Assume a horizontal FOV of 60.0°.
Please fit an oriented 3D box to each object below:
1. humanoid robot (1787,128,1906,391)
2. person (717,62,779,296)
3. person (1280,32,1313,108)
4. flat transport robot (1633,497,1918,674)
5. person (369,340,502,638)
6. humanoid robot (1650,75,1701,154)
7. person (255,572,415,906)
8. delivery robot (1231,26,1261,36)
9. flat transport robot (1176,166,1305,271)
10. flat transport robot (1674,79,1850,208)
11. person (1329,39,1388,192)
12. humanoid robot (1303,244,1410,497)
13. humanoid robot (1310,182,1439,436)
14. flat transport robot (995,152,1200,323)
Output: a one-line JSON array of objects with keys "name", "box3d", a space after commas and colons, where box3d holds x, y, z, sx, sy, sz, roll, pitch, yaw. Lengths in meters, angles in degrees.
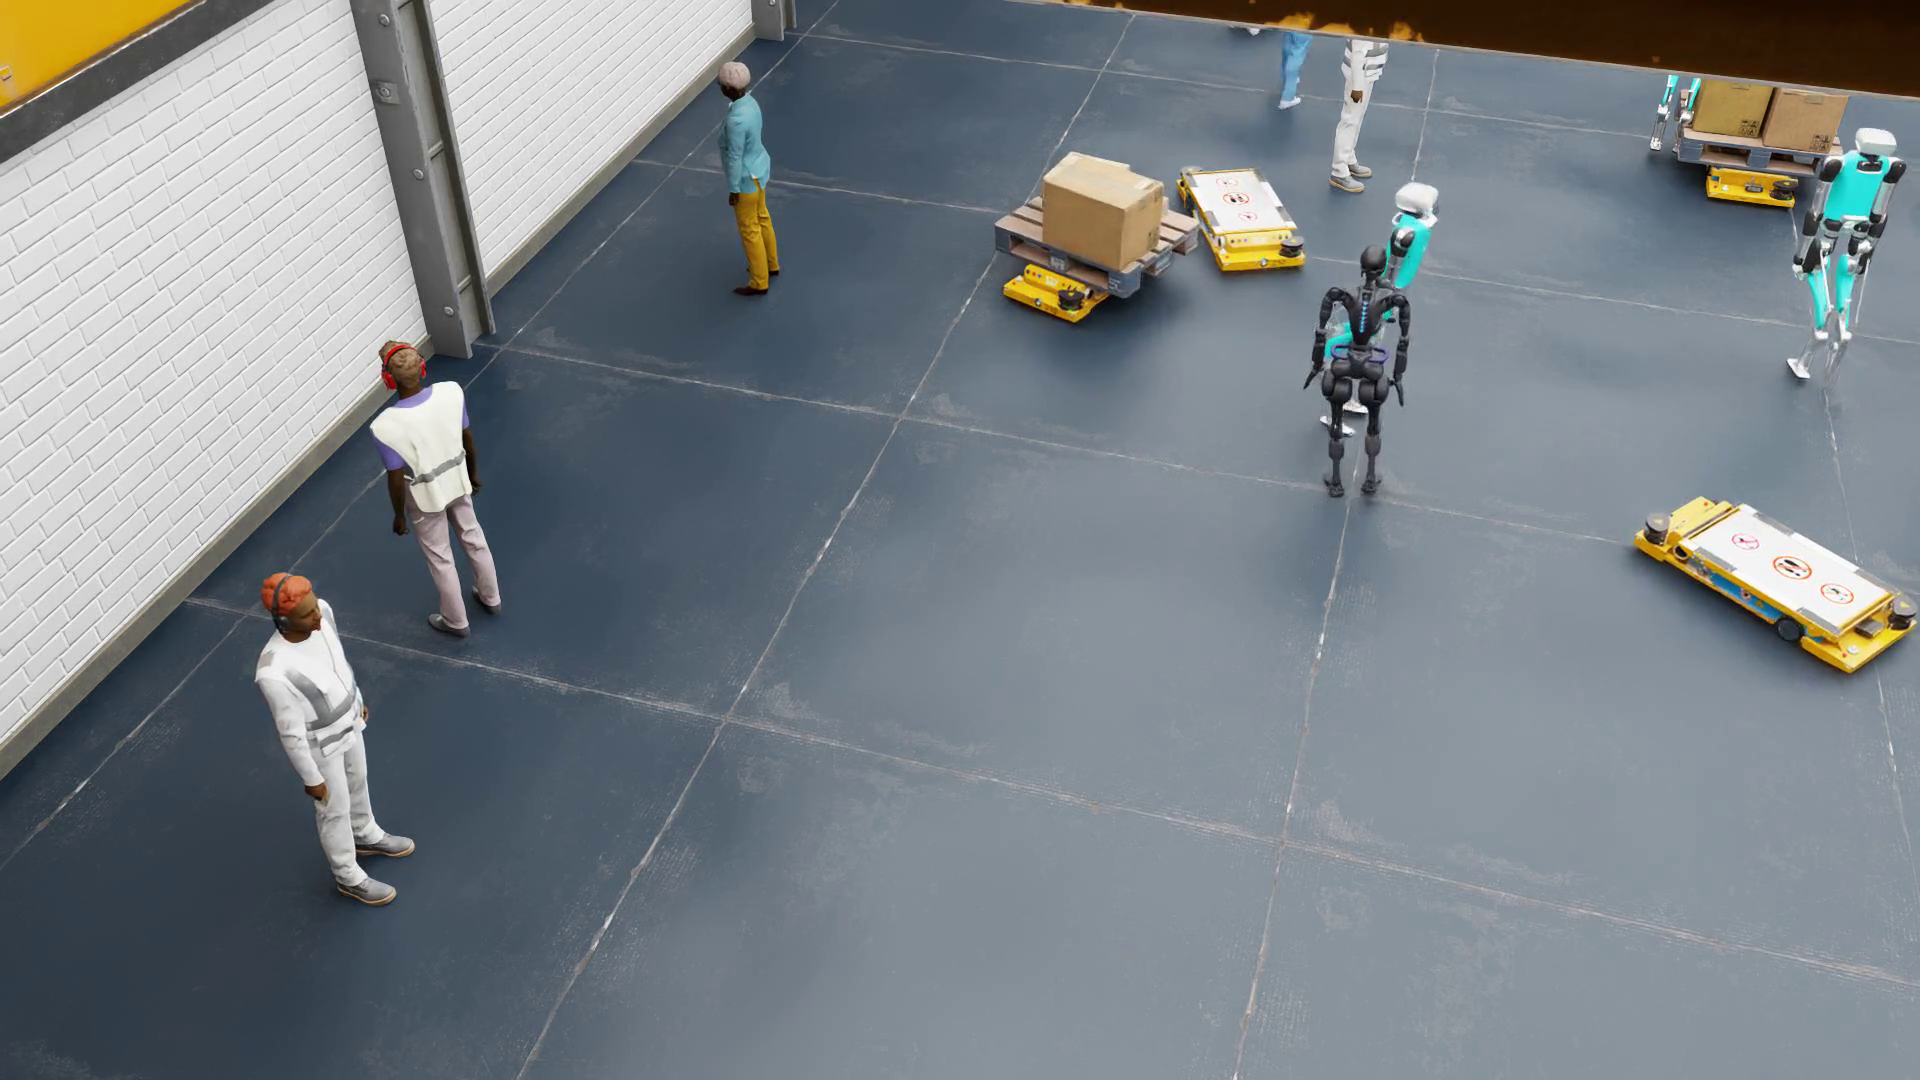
[{"name": "humanoid robot", "box3d": [5.873, -1.727, 11.075, 0.540, 1.899, 0.755, 0, 39, 0]}, {"name": "person", "box3d": [-1.563, -2.622, 12.091, 0.346, 1.747, 0.533, 6, 39, 7]}, {"name": "person", "box3d": [3.016, -4.756, 14.796, 0.503, 1.674, 0.721, 23, 44, 26]}, {"name": "flat transport robot", "box3d": [4.766, 0.207, 9.747, 0.659, 0.231, 1.431, -24, 45, -27]}, {"name": "person", "box3d": [-2.841, -0.251, 9.061, 0.373, 1.840, 0.568, 26, 46, 29]}, {"name": "humanoid robot", "box3d": [5.996, -3.958, 13.653, 0.533, 1.673, 0.735, 20, 43, 23]}, {"name": "person", "box3d": [-2.879, 0.895, 7.604, 0.340, 1.879, 0.582, 3, 39, 4]}, {"name": "delivery robot", "box3d": [3.057, -5.352, 16.449, 0.802, 0.614, 0.499, -27, 46, -29]}, {"name": "flat transport robot", "box3d": [2.214, -2.577, 13.209, 0.659, 0.231, 1.431, -5, 39, -7]}, {"name": "flat transport robot", "box3d": [6.638, -3.228, 14.019, 0.659, 0.231, 1.431, 11, 40, 13]}, {"name": "person", "box3d": [3.253, -3.752, 13.384, 0.356, 1.884, 0.574, 16, 41, 19]}, {"name": "humanoid robot", "box3d": [2.429, -1.022, 10.163, 0.612, 1.639, 0.385, 9, 40, 11]}, {"name": "humanoid robot", "box3d": [2.582, -1.526, 10.699, 0.740, 1.743, 0.536, 22, 44, 25]}, {"name": "flat transport robot", "box3d": [1.015, -2.113, 12.633, 0.659, 0.231, 1.431, 26, 46, 29]}]
